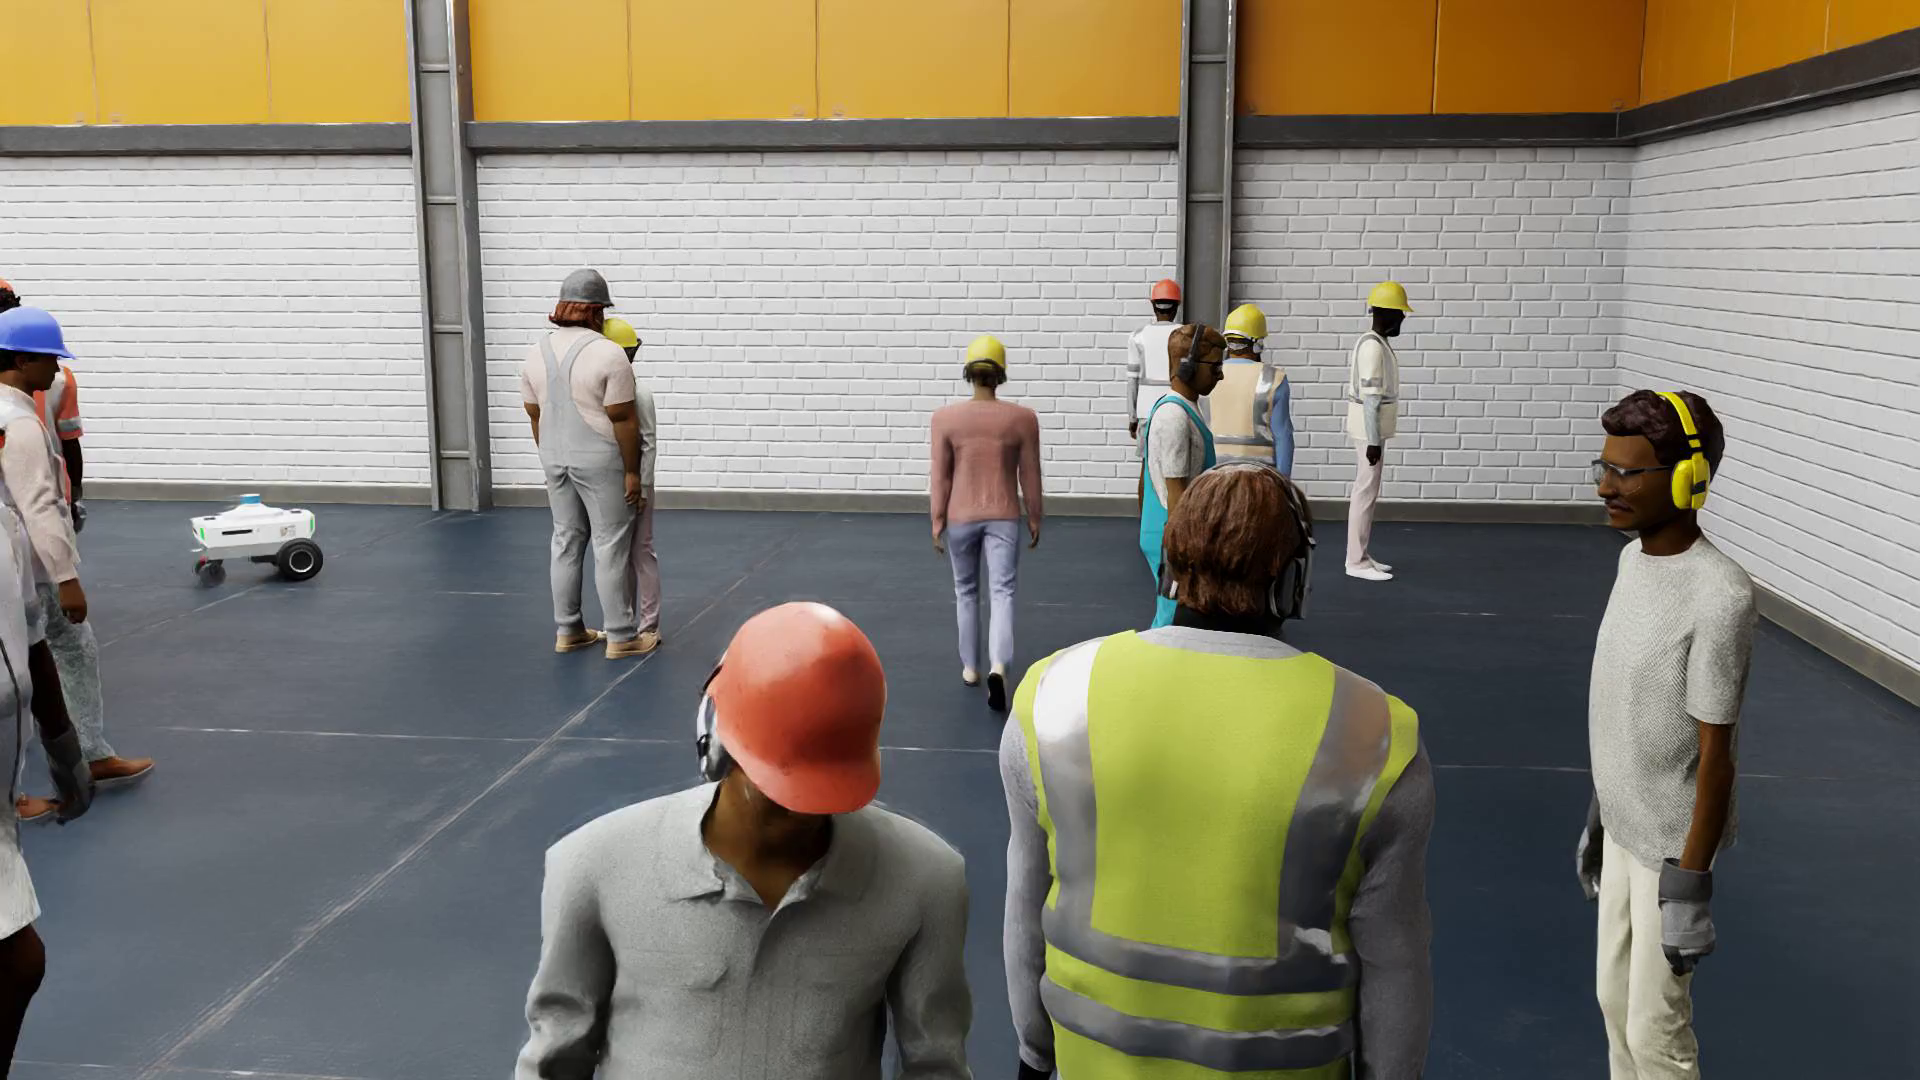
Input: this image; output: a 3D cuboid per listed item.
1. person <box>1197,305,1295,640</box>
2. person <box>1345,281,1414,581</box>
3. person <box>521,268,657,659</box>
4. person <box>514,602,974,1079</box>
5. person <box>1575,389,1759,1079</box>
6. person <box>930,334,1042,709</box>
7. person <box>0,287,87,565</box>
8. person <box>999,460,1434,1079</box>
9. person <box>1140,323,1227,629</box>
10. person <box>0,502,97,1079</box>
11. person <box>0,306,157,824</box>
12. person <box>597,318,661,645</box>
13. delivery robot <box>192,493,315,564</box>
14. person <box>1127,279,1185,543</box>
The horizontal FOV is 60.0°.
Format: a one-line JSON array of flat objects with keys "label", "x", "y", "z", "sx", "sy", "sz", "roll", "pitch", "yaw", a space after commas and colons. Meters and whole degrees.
[{"label": "person", "x": 1.529, "y": -0.350, "z": 9.012, "sx": 0.586, "sy": 1.833, "sz": 0.403, "roll": 5, "pitch": 11, "yaw": 29}, {"label": "person", "x": 2.707, "y": -0.706, "z": 10.784, "sx": 0.386, "sy": 1.922, "sz": 0.594, "roll": 3, "pitch": 10, "yaw": 15}, {"label": "person", "x": -1.915, "y": -0.406, "z": 8.738, "sx": 0.683, "sy": 2.000, "sz": 0.538, "roll": 5, "pitch": 11, "yaw": 28}, {"label": "person", "x": -0.285, "y": 0.912, "z": 2.140, "sx": 0.627, "sy": 1.702, "sz": 0.658, "roll": -2, "pitch": 10, "yaw": -11}, {"label": "person", "x": 1.384, "y": 0.624, "z": 3.374, "sx": 0.333, "sy": 1.860, "sz": 0.509, "roll": 0, "pitch": 10, "yaw": 2}, {"label": "person", "x": 0.119, "y": -0.094, "z": 7.842, "sx": 0.533, "sy": 1.739, "sz": 0.810, "roll": 0, "pitch": 10, "yaw": 2}, {"label": "person", "x": -4.376, "y": -0.189, "z": 7.715, "sx": 0.608, "sy": 1.962, "sz": 0.374, "roll": -9, "pitch": 13, "yaw": -41}, {"label": "person", "x": 0.373, "y": 0.794, "z": 2.490, "sx": 0.635, "sy": 1.830, "sz": 0.429, "roll": 3, "pitch": 10, "yaw": 18}, {"label": "person", "x": 0.890, "y": 0.060, "z": 6.647, "sx": 0.345, "sy": 1.840, "sz": 0.504, "roll": 1, "pitch": 10, "yaw": 5}, {"label": "person", "x": -2.160, "y": 0.535, "z": 3.637, "sx": 0.601, "sy": 1.930, "sz": 0.761, "roll": 0, "pitch": 10, "yaw": 0}, {"label": "person", "x": -3.392, "y": 0.087, "z": 6.246, "sx": 0.789, "sy": 1.913, "sz": 0.665, "roll": -7, "pitch": 12, "yaw": -36}, {"label": "person", "x": -1.802, "y": -0.292, "z": 8.870, "sx": 0.317, "sy": 1.769, "sz": 0.523, "roll": -8, "pitch": 13, "yaw": -39}, {"label": "delivery robot", "x": -4.549, "y": -0.056, "z": 10.715, "sx": 0.707, "sy": 0.478, "sz": 0.477, "roll": -6, "pitch": 11, "yaw": -30}, {"label": "person", "x": 1.482, "y": -0.926, "z": 12.080, "sx": 0.542, "sy": 1.920, "sz": 0.419, "roll": 3, "pitch": 10, "yaw": 18}]
